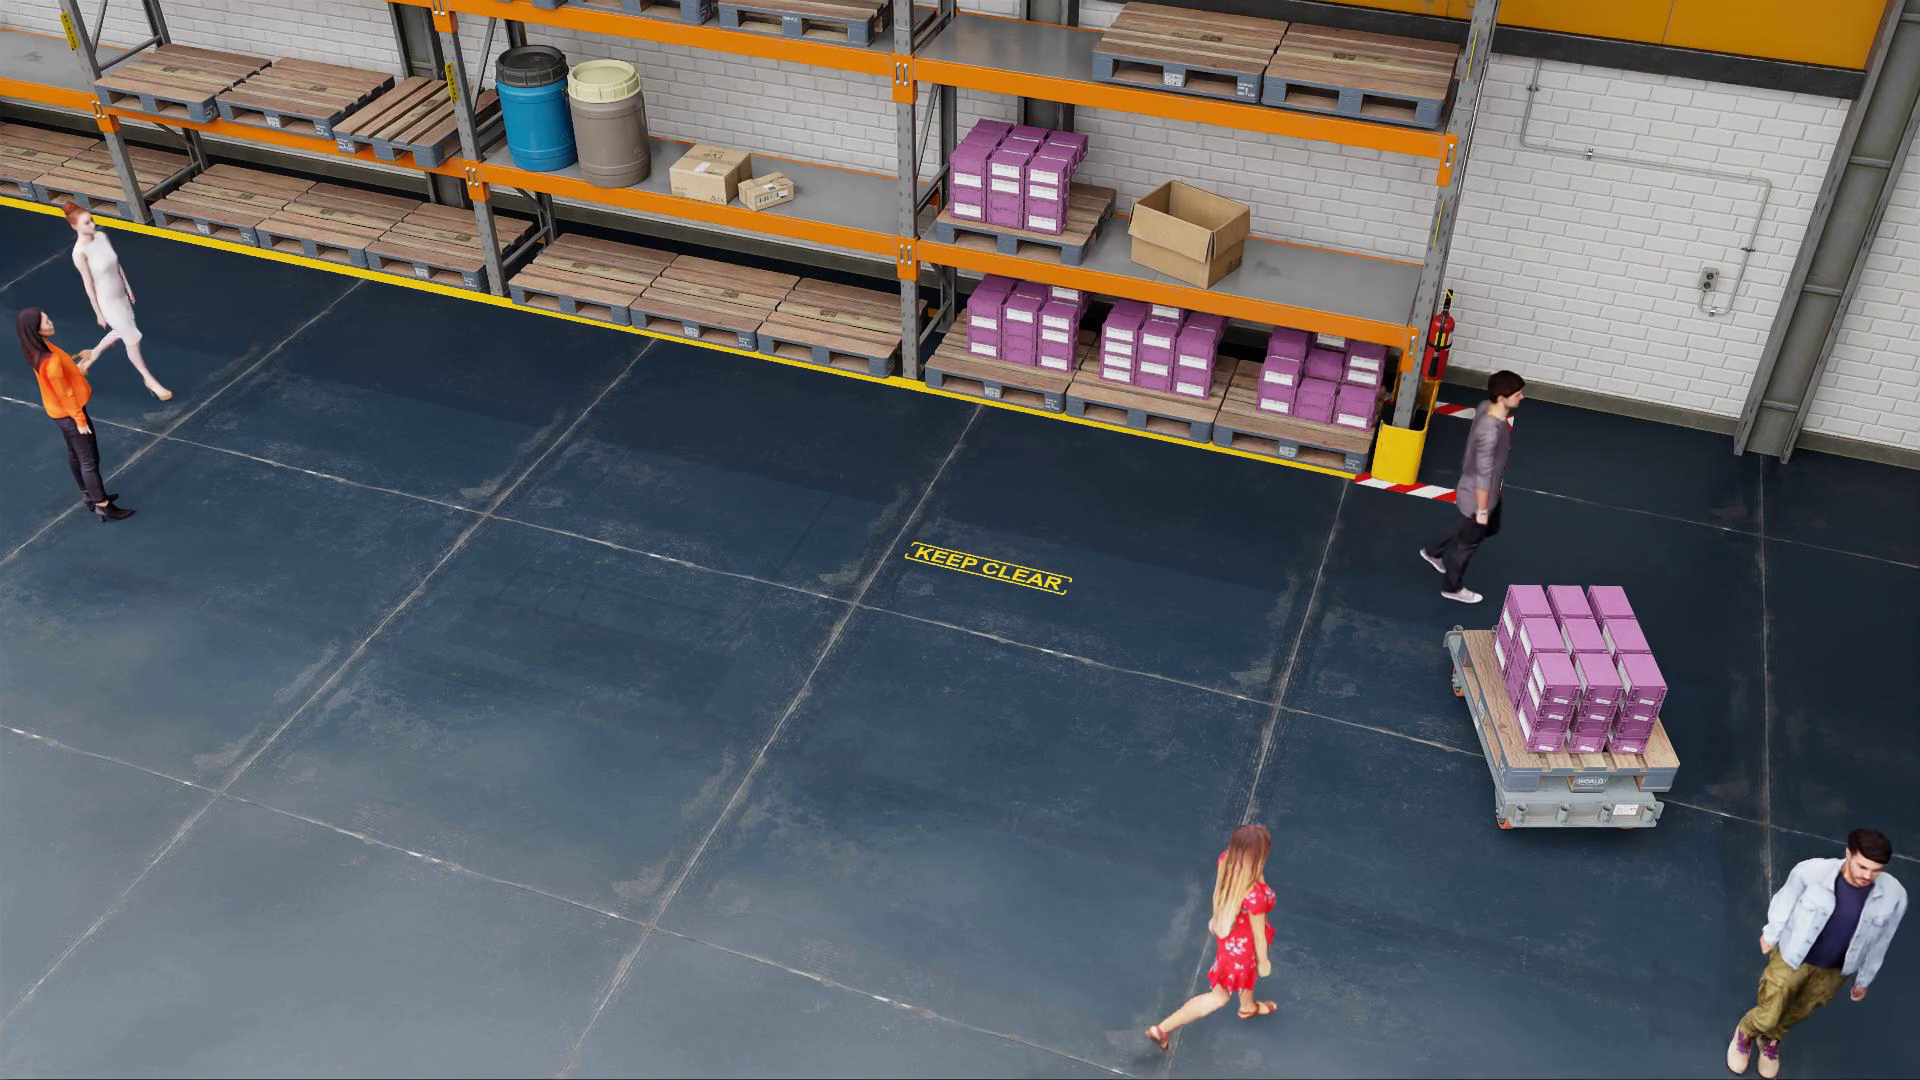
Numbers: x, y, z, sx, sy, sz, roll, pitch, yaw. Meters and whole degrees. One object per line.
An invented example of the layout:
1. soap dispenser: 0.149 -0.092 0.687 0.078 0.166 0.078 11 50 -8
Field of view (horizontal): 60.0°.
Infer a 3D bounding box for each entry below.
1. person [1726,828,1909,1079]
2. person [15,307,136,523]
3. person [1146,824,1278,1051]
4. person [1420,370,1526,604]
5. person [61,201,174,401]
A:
1. person: 4.252 2.011 8.291 0.584 1.799 0.750 10 40 12
2. person: -6.424 -0.910 11.989 0.766 1.749 0.649 -29 47 -31
3. person: 1.331 2.051 8.427 1.088 1.566 0.925 -9 40 -11
4. person: 3.418 -0.351 11.216 0.696 1.839 0.672 13 40 16
5. person: -6.786 -1.868 13.168 1.037 1.773 0.728 5 39 6
